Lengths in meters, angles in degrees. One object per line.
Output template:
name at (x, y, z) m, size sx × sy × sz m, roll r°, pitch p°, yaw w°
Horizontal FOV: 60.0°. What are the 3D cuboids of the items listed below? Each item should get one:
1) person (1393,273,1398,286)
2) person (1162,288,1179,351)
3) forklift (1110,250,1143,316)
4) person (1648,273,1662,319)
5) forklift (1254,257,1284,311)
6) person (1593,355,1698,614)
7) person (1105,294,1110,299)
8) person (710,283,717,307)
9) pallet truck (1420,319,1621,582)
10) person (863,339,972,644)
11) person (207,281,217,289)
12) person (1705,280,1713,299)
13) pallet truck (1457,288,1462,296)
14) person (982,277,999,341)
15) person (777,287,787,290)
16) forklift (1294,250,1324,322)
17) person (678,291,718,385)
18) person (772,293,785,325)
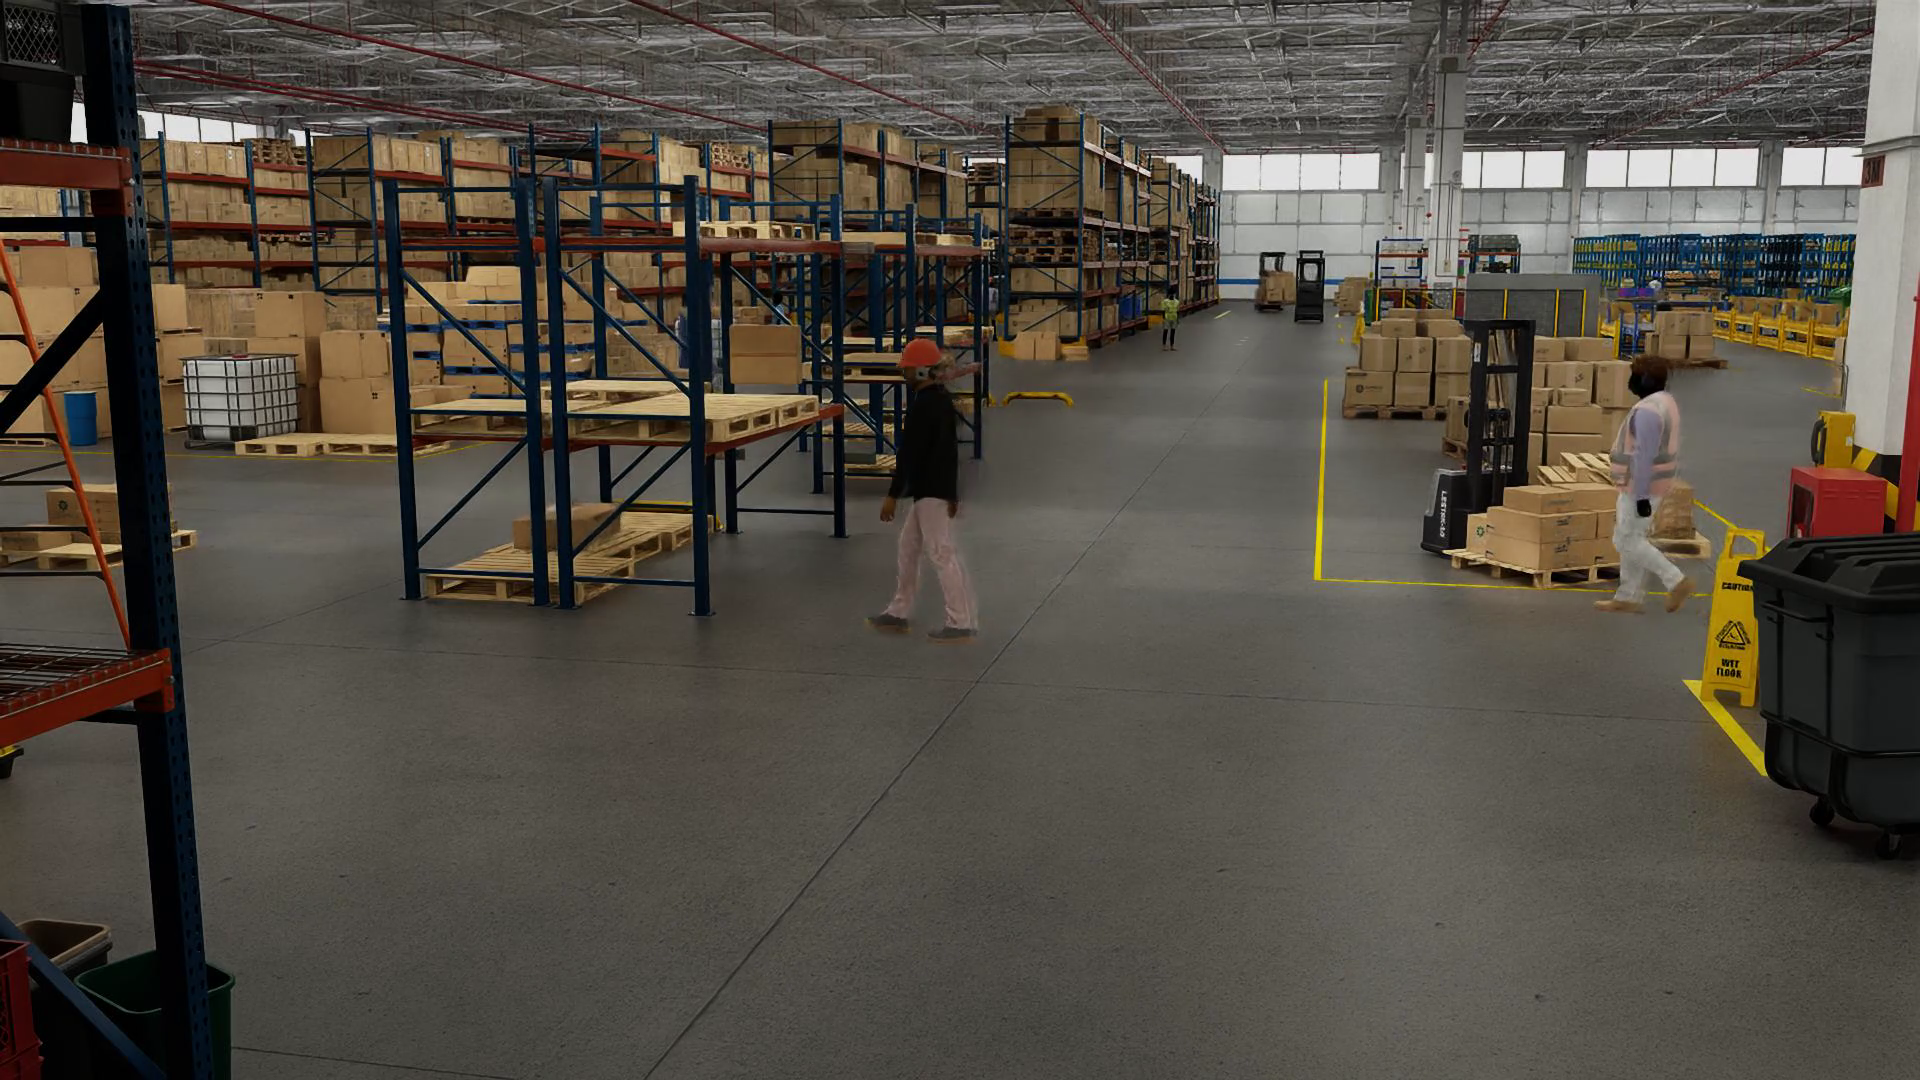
person at (23.053, -13.270, 88.188) m, size 0.484 × 1.735 × 0.355 m, roll -7°, pitch 12°, yaw -37°
person at (5.711, -5.980, 45.122) m, size 0.530 × 1.695 × 0.321 m, roll -4°, pitch 10°, yaw -21°
forklift at (5.779, -9.303, 61.296) m, size 1.873 × 2.768 × 1.129 m, roll 2°, pitch 10°, yaw 12°
person at (27.240, -9.492, 65.169) m, size 0.405 × 1.945 × 0.615 m, roll -4°, pitch 10°, yaw -24°
forklift at (14.720, -12.324, 79.181) m, size 1.129 × 2.768 × 1.873 m, roll 0°, pitch 10°, yaw -2°
person at (4.760, -0.357, 11.447) m, size 0.604 × 1.826 × 0.631 m, roll 6°, pitch 11°, yaw 33°
person at (5.145, -8.620, 60.215) m, size 0.766 × 1.881 × 0.640 m, roll 2°, pitch 10°, yaw 14°
person at (-6.180, -5.480, 41.597) m, size 0.731 × 1.879 × 0.671 m, roll 2°, pitch 10°, yaw 12°
pallet truck at (4.543, -0.757, 13.299) m, size 0.823 × 1.965 × 1.885 m, roll -4°, pitch 10°, yaw -22°
person at (-0.304, -0.307, 10.751) m, size 0.906 × 1.959 × 0.629 m, roll 2°, pitch 10°, yaw 13°
person at (-19.711, -5.855, 43.737) m, size 0.785 × 1.919 × 0.636 m, roll 4°, pitch 10°, yaw 20°
person at (36.424, -12.094, 81.037) m, size 0.729 × 1.805 × 0.605 m, roll 8°, pitch 13°, yaw 40°
pallet truck at (20.506, -9.785, 68.819) m, size 0.653 × 1.274 × 1.630 m, roll 2°, pitch 10°, yaw 12°
person at (0.916, -7.007, 50.513) m, size 0.542 × 1.929 × 0.374 m, roll 2°, pitch 10°, yaw 11°
person at (-8.277, -11.438, 76.567) m, size 0.613 × 1.986 × 1.041 m, roll 1°, pitch 10°, yaw 7°
forklift at (13.778, -10.002, 65.433) m, size 1.129 × 2.768 × 1.873 m, roll 2°, pitch 10°, yaw 12°
person at (-5.159, -3.882, 32.222) m, size 0.976 × 1.869 × 0.645 m, roll 7°, pitch 12°, yaw 36°
person at (-4.242, -4.921, 38.842) m, size 0.316 × 1.695 × 0.542 m, roll 0°, pitch 10°, yaw 1°
